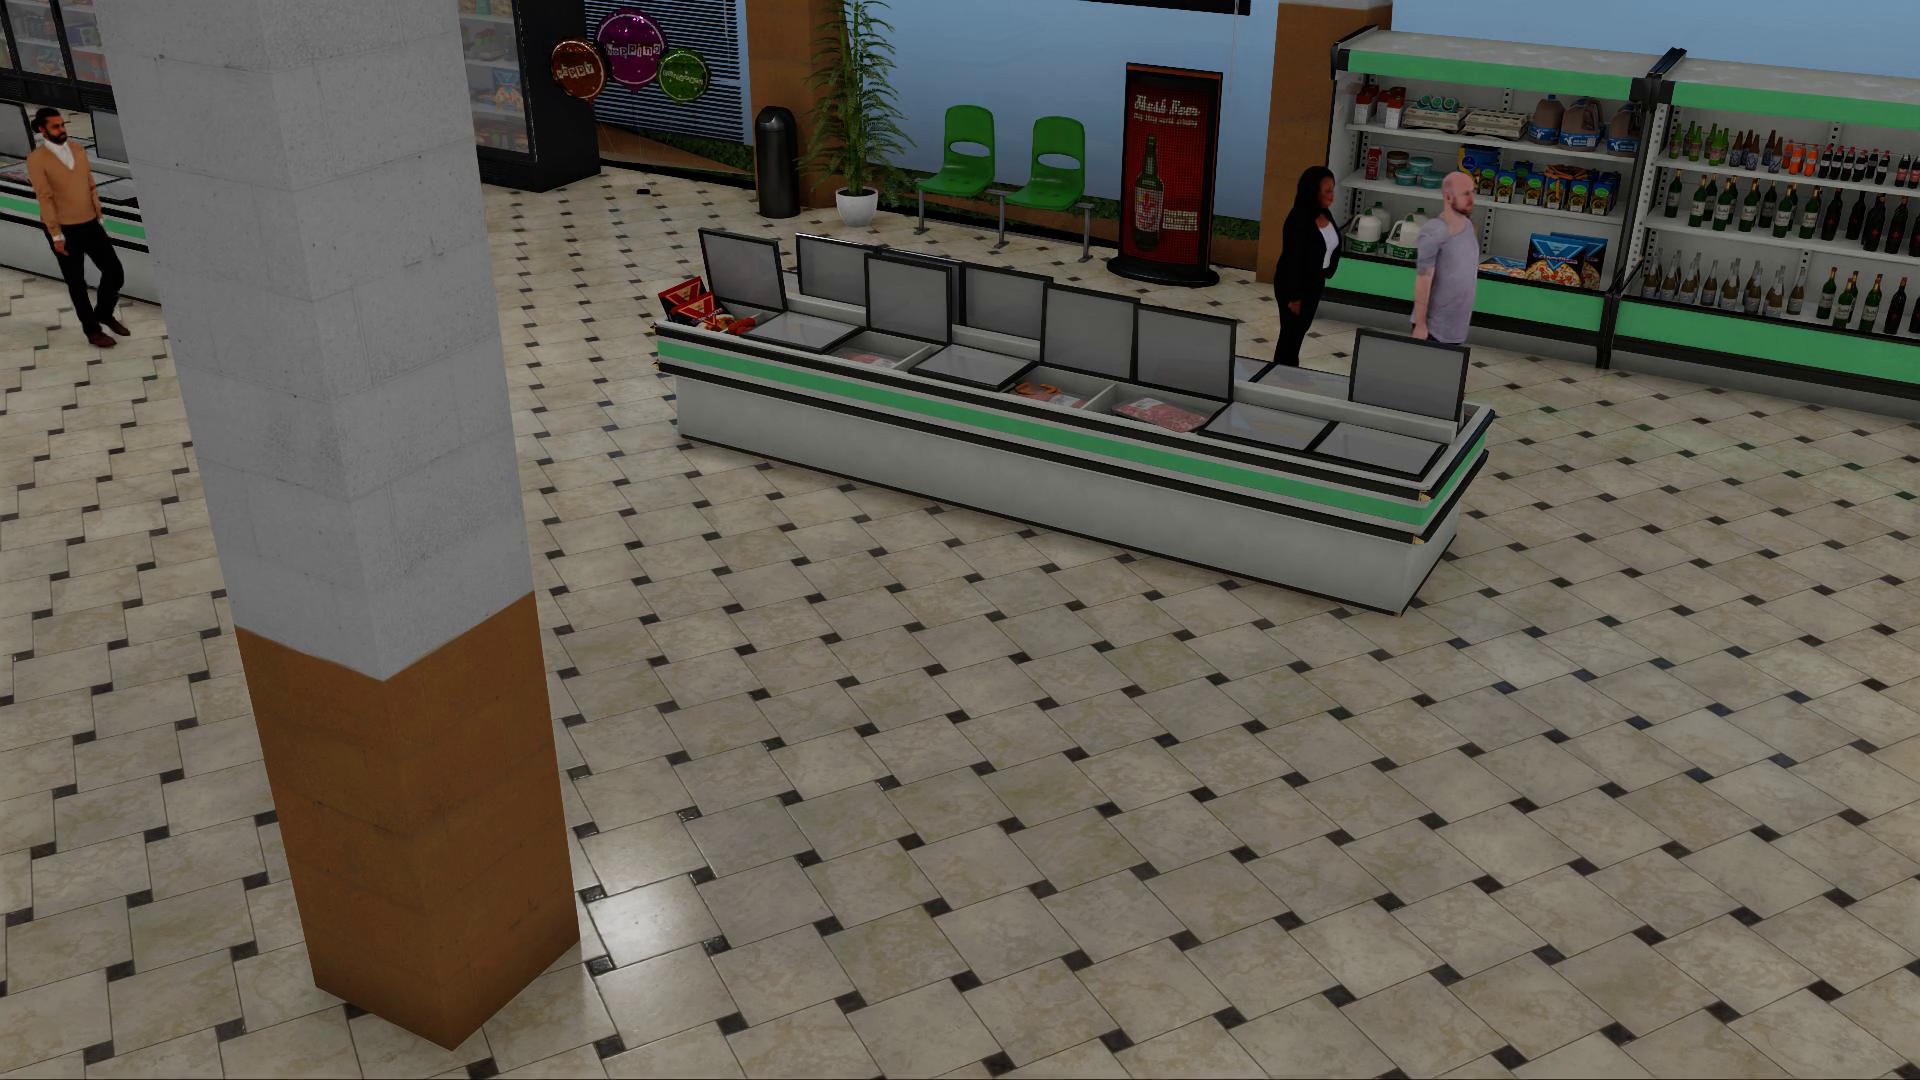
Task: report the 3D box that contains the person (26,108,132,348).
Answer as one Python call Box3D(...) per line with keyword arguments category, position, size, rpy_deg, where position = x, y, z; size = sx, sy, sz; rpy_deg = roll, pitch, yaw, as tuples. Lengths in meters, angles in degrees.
Box3D(category="person", position=(-6.491, -2.266, 12.100), size=(0.587, 1.744, 0.644), rpy_deg=(14, 30, 26))

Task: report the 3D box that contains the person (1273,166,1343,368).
Box3D(category="person", position=(2.277, -1.708, 11.146), size=(0.612, 1.613, 0.628), rpy_deg=(14, 30, 25))

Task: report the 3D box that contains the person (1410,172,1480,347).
Box3D(category="person", position=(2.940, -1.352, 10.196), size=(0.665, 1.837, 0.725), rpy_deg=(23, 35, 38))
